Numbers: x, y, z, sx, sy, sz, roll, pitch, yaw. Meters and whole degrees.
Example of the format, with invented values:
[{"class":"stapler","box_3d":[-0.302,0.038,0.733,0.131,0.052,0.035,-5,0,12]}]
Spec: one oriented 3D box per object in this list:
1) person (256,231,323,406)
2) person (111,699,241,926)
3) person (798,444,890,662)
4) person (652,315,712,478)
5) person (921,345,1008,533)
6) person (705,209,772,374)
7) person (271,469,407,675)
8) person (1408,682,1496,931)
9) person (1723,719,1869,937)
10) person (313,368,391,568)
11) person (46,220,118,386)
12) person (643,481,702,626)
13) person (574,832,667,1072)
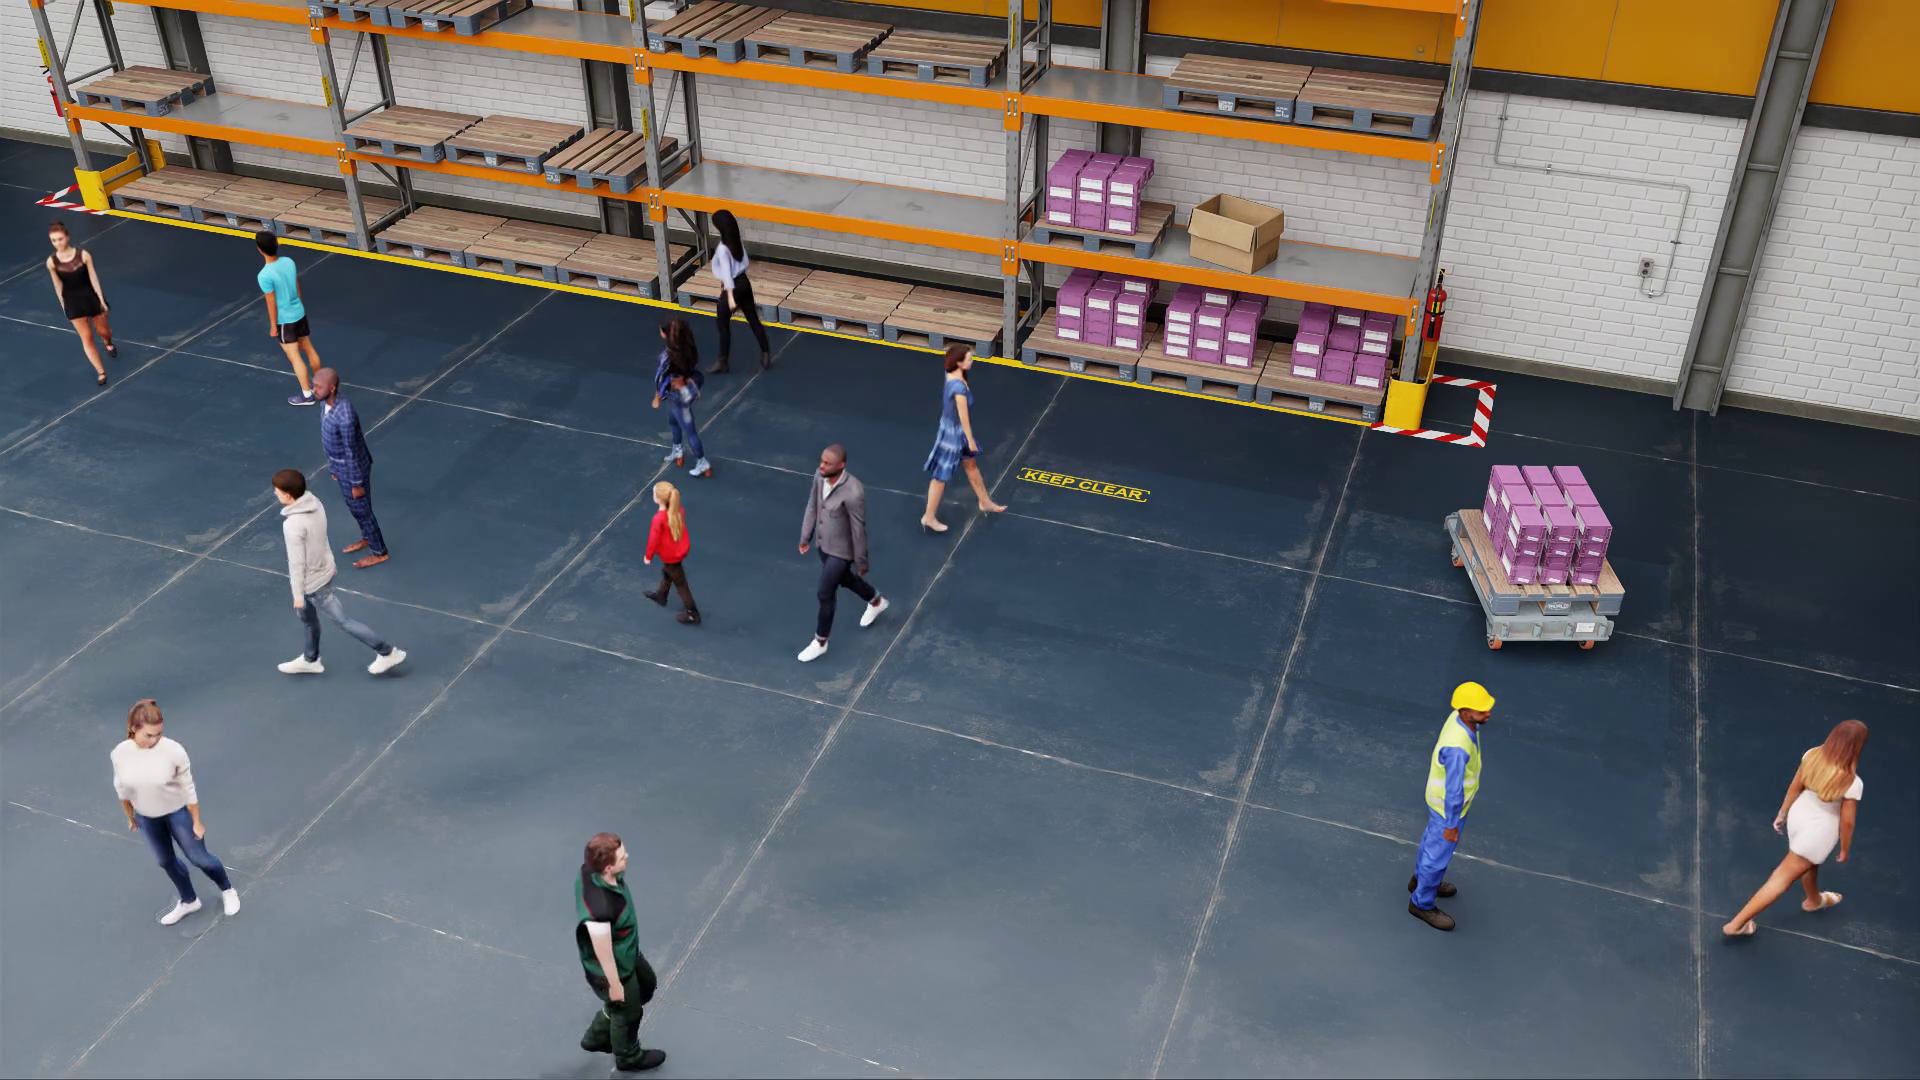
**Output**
[{"class":"person","box_3d":[-6.472,-2.149,16.067,0.504,1.775,0.606,11,35,16]},{"class":"person","box_3d":[-4.954,1.705,10.325,0.605,1.712,0.784,11,35,16]},{"class":"person","box_3d":[-0.872,0.023,12.786,1.187,1.790,1.208,-21,39,-28]},{"class":"person","box_3d":[-2.421,-1.257,14.881,0.729,1.602,0.602,10,35,15]},{"class":"person","box_3d":[-0.131,-0.819,14.075,1.126,1.765,0.944,-5,34,-7]},{"class":"person","box_3d":[-2.181,-2.465,16.592,0.789,1.721,0.671,14,36,20]},{"class":"person","box_3d":[-4.682,0.291,12.358,1.317,1.817,1.044,-4,34,-5]},{"class":"person","box_3d":[3.062,1.612,10.375,0.549,1.813,0.655,11,35,17]},{"class":"person","box_3d":[5.155,1.821,10.208,1.187,1.649,1.044,-11,35,-16]},{"class":"person","box_3d":[-5.039,-0.623,13.736,0.820,1.813,0.720,-22,39,-29]},{"class":"person","box_3d":[-8.707,-2.391,16.532,0.884,1.663,0.936,-13,36,-19]},{"class":"person","box_3d":[-2.216,0.129,13.109,0.814,1.257,0.507,13,36,18]},{"class":"person","box_3d":[-2.005,2.339,9.267,0.881,1.827,0.831,-7,34,-11]}]
